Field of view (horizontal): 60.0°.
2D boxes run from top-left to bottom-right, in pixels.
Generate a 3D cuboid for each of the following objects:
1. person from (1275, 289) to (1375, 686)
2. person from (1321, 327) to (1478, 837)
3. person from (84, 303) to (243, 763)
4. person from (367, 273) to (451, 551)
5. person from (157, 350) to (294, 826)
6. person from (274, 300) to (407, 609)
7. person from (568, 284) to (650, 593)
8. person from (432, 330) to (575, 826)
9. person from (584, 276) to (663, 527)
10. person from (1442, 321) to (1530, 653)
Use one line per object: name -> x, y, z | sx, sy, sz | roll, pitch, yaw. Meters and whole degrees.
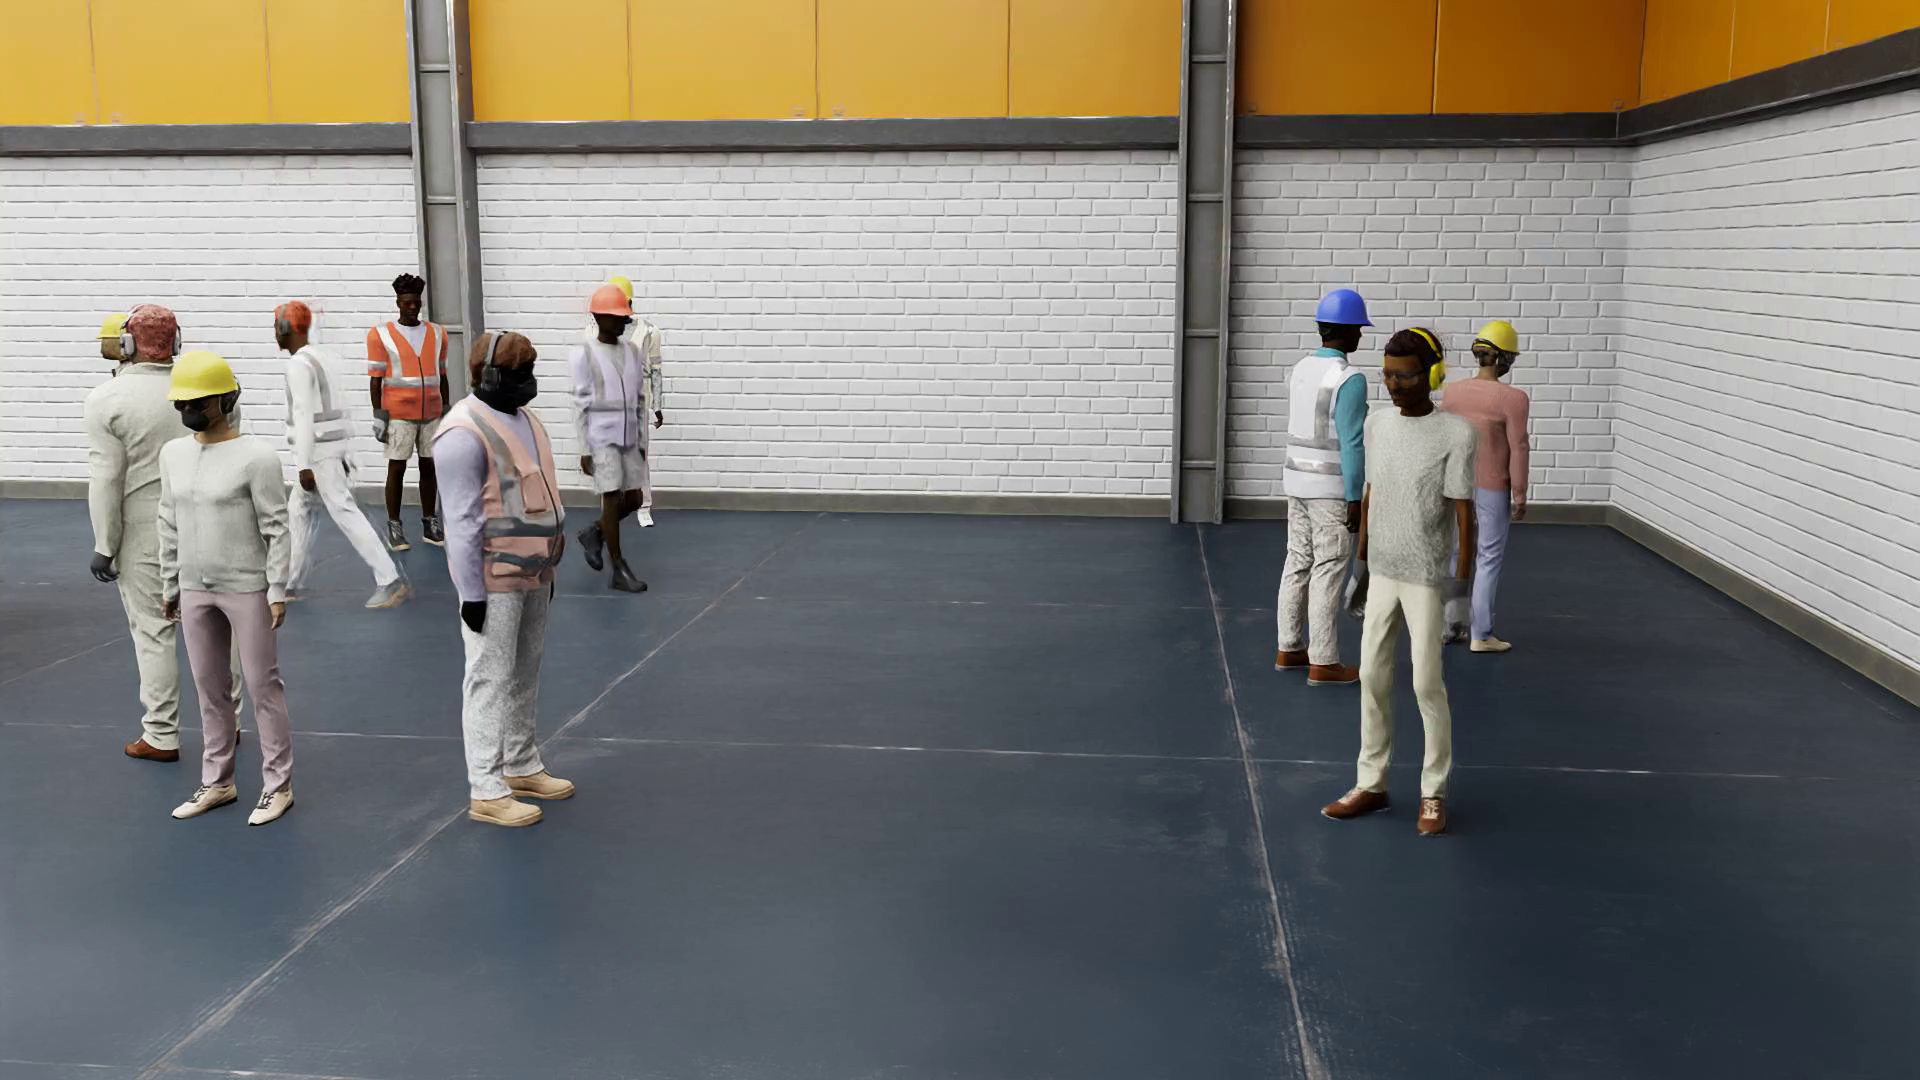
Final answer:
person -> 1.814, -0.258, 8.199 | 0.425, 1.938, 0.603 | -3, 10, -19
person -> 1.621, 0.154, 6.092 | 0.405, 1.855, 0.537 | -7, 12, -36
person -> -3.328, -0.031, 6.975 | 0.404, 1.906, 0.652 | 7, 12, 37
person -> -3.893, -0.911, 11.843 | 0.613, 1.962, 0.365 | -9, 13, -42
person -> -2.730, 0.184, 6.149 | 0.534, 1.765, 0.323 | 3, 10, 15
person -> -3.807, -0.506, 9.942 | 0.946, 1.839, 0.628 | -2, 10, -11
person -> -2.222, -0.643, 10.445 | 0.660, 1.918, 0.548 | 8, 13, 38
person -> -1.692, 0.138, 6.231 | 0.429, 1.835, 0.618 | 2, 10, 13
person -> -2.570, -1.048, 12.736 | 0.594, 1.925, 0.369 | -2, 10, -11
person -> 2.775, -0.276, 8.813 | 0.344, 1.756, 0.532 | -8, 13, -38
